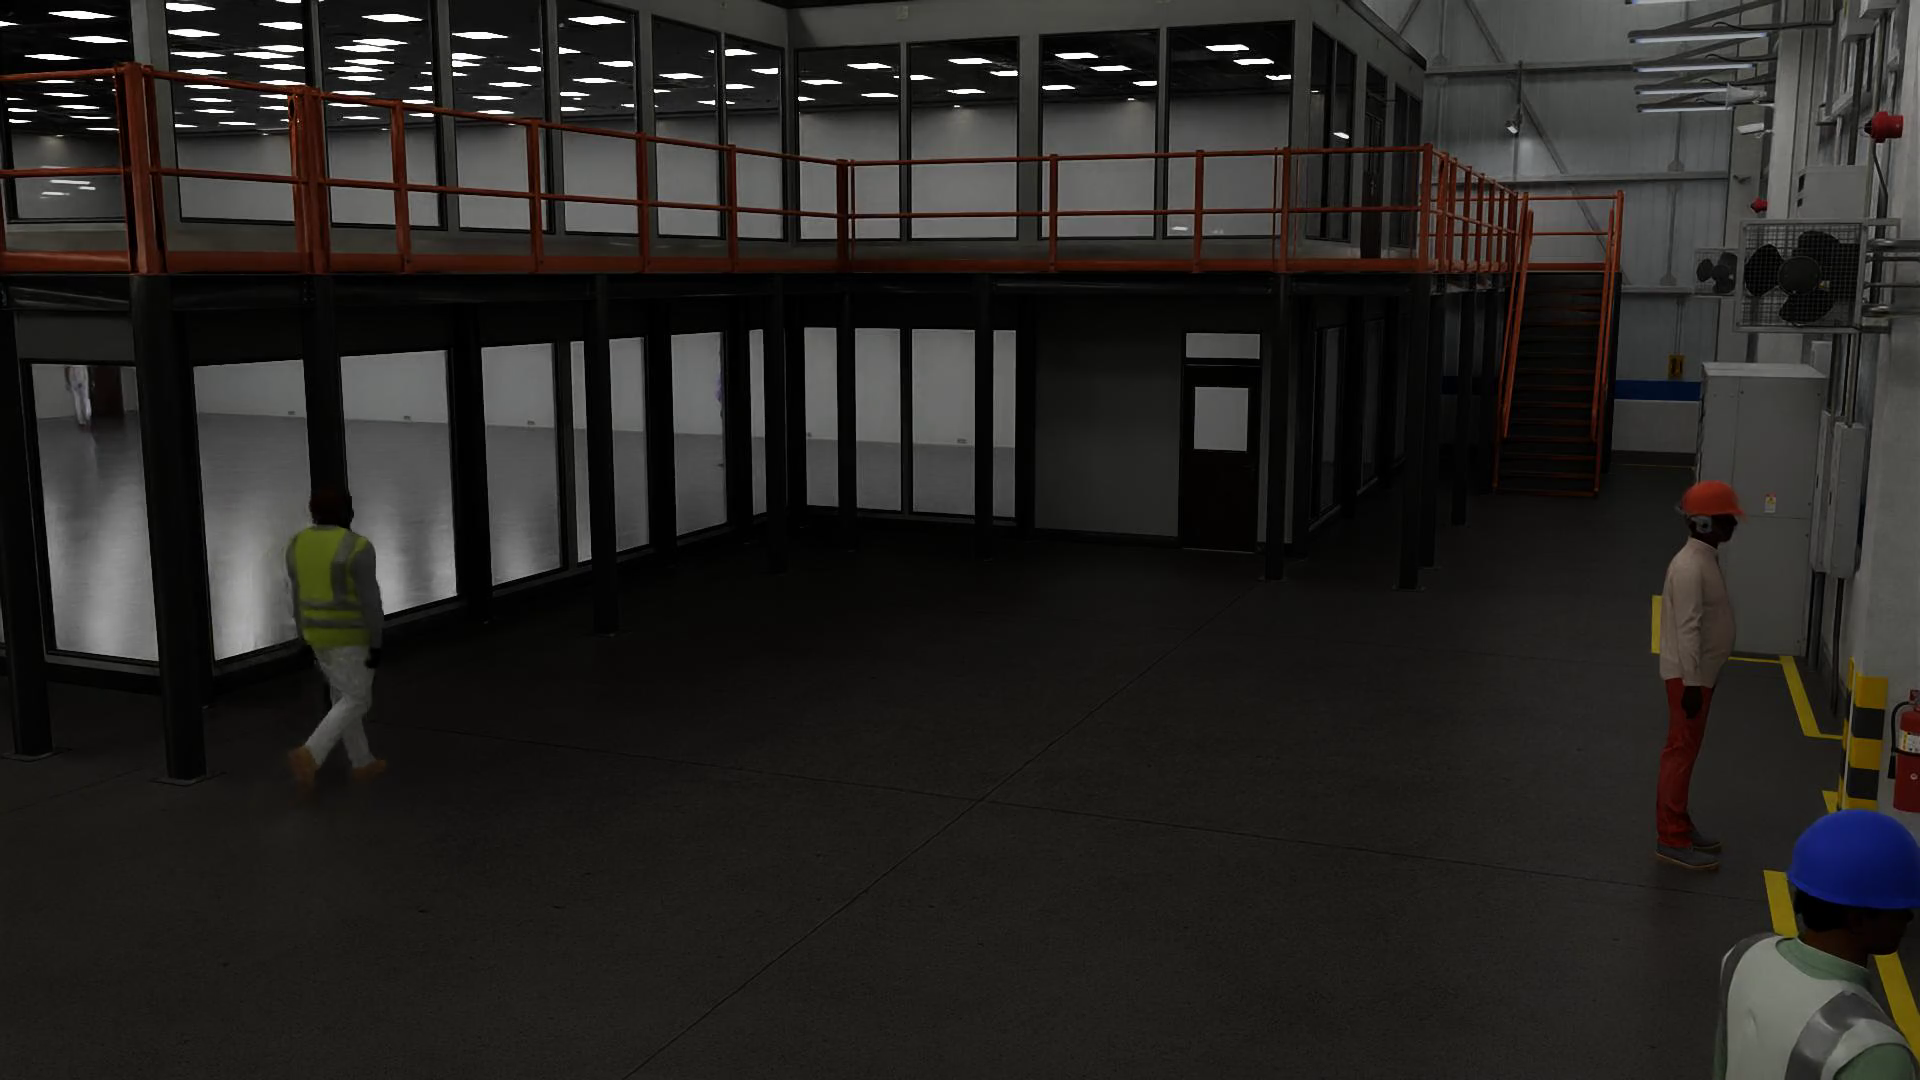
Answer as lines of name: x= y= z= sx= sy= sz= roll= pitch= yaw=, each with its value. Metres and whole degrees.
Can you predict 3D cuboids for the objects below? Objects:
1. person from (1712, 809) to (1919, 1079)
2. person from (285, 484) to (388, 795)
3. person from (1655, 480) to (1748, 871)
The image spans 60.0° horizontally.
person: x=1.833 y=1.517 z=3.578 sx=0.391 sy=1.946 sz=0.615 roll=0 pitch=9 yaw=-2
person: x=-3.699 y=0.588 z=9.752 sx=0.630 sy=1.811 sz=0.762 roll=4 pitch=10 yaw=24
person: x=3.801 y=0.681 z=8.587 sx=0.375 sy=1.997 sz=0.611 roll=5 pitch=10 yaw=28
